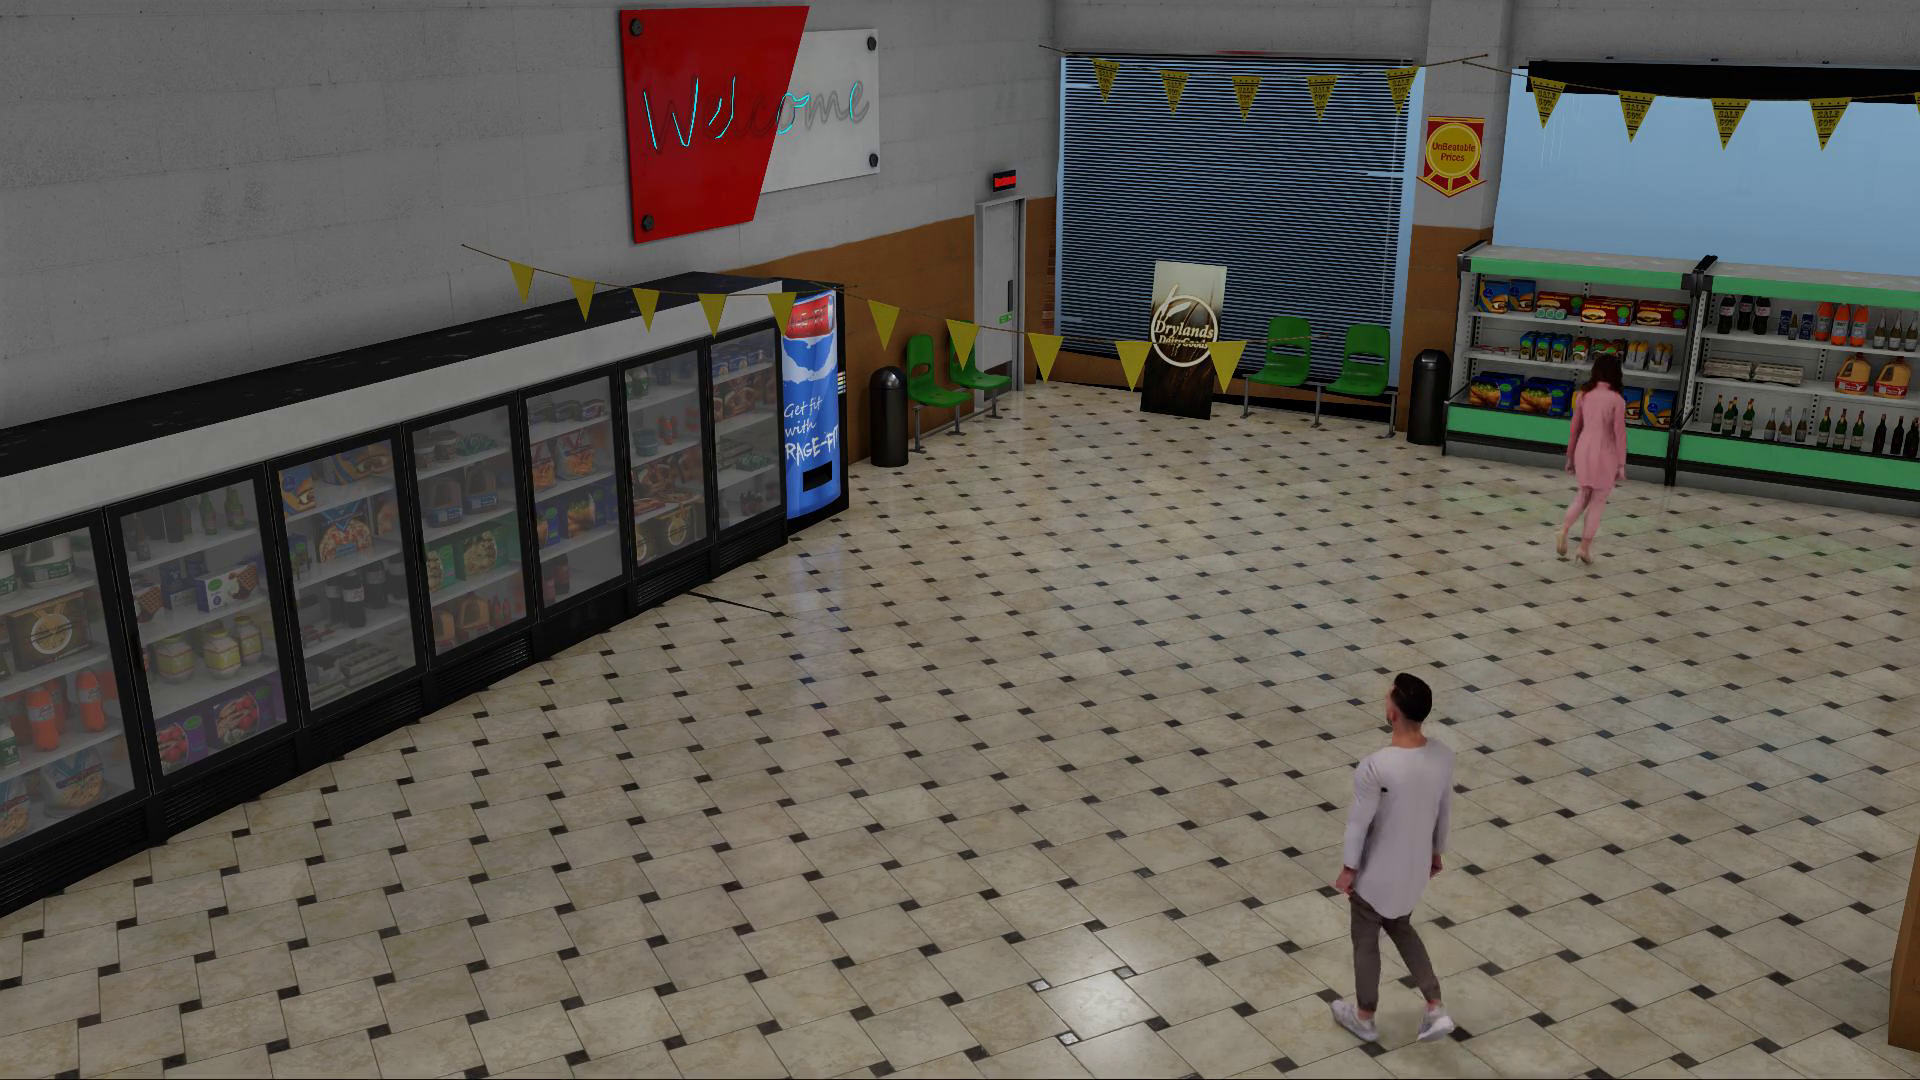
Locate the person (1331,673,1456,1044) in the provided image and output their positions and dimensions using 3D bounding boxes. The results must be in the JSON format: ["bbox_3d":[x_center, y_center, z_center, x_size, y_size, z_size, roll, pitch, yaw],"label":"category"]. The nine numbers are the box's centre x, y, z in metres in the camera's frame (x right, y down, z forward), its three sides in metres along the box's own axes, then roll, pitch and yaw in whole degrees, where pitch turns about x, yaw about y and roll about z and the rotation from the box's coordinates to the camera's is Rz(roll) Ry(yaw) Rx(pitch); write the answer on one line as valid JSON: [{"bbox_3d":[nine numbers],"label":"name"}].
[{"bbox_3d":[1.959,1.470,7.361,0.937,1.825,1.030,-9,21,-25],"label":"person"}]

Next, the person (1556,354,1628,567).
[{"bbox_3d":[5.153,-0.617,13.605,0.823,1.789,0.793,-14,23,-36],"label":"person"}]
